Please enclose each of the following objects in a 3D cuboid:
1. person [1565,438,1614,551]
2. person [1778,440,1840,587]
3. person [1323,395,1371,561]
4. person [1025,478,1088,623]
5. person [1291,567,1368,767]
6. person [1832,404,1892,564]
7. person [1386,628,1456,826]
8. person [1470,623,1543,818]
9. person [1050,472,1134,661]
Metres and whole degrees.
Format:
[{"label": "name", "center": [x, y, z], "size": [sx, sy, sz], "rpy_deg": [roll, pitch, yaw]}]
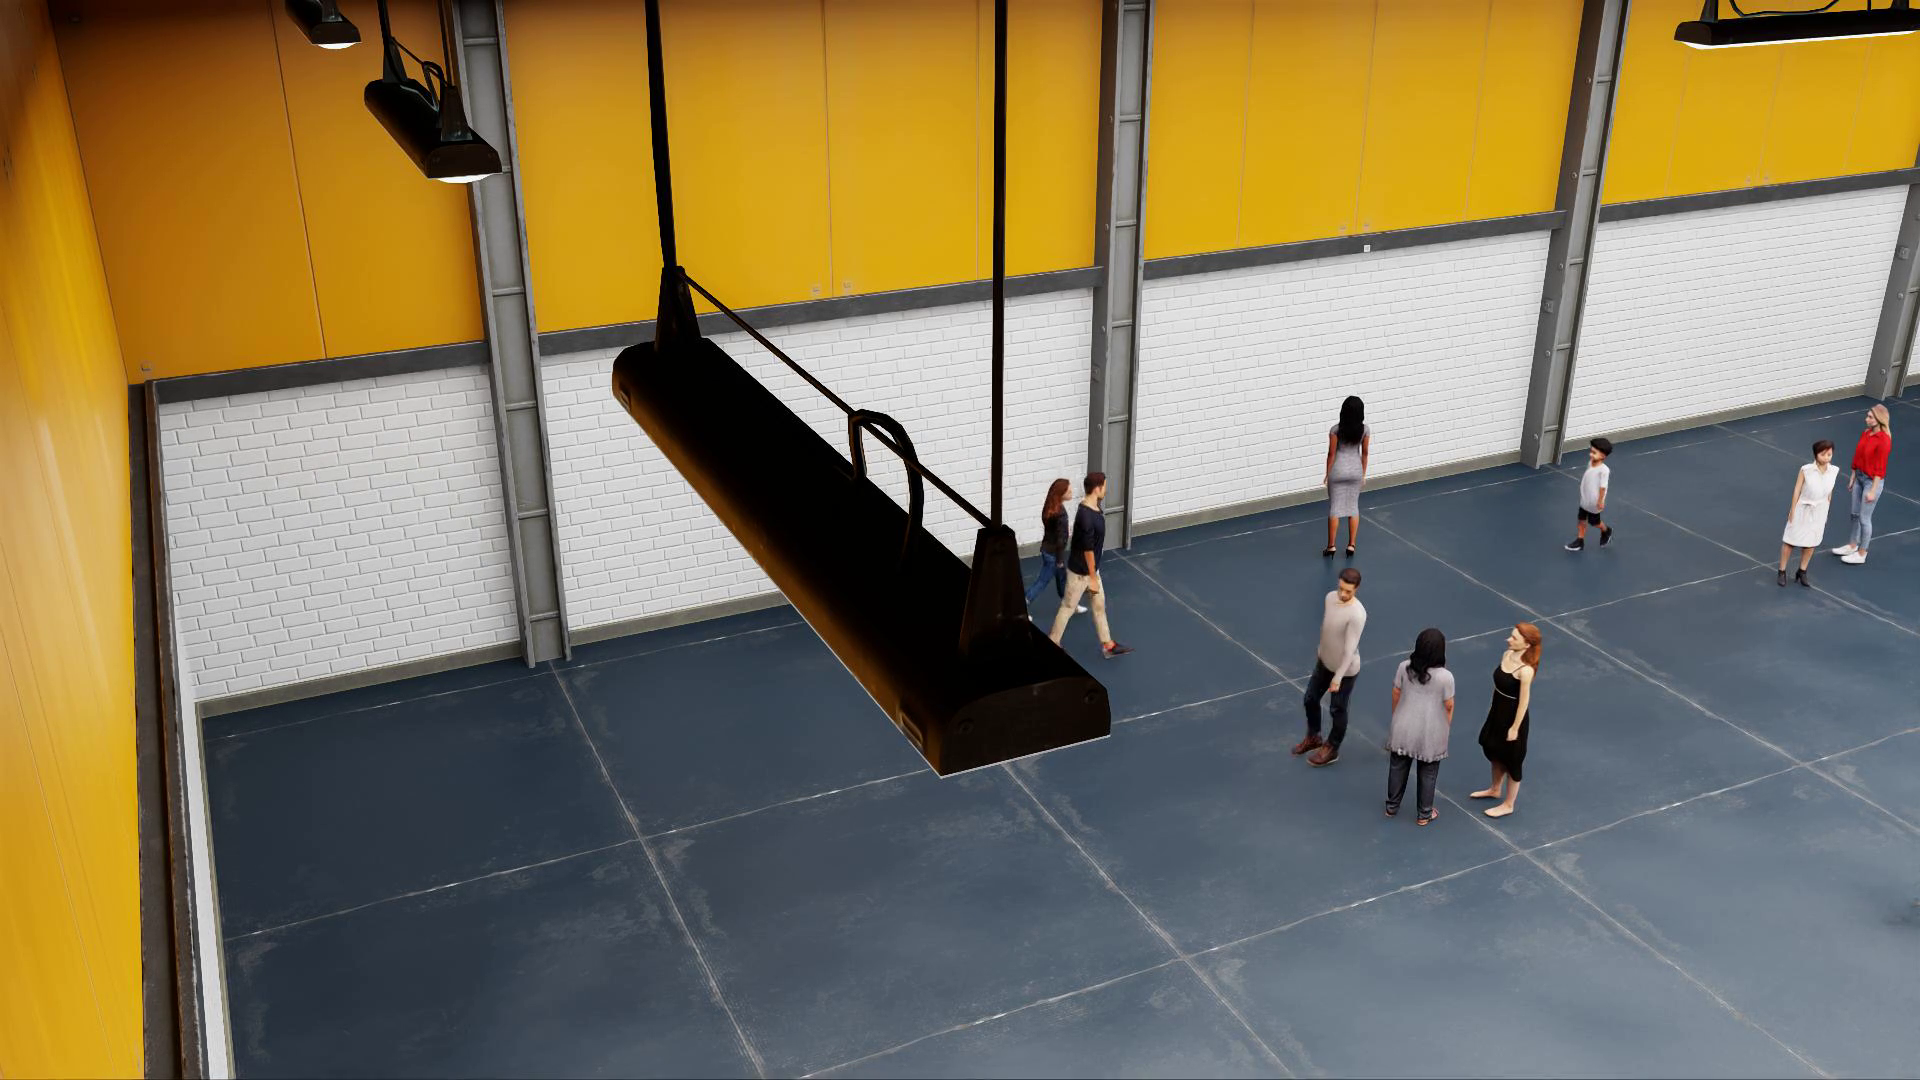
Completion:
[{"label": "person", "center": [6.713, -0.474, 17.518], "size": [0.749, 1.249, 0.517], "rpy_deg": [-8, 25, -18]}, {"label": "person", "center": [8.521, -0.278, 16.689], "size": [0.591, 1.555, 0.697], "rpy_deg": [1, 24, 2]}, {"label": "person", "center": [4.001, -0.649, 17.255], "size": [0.592, 1.781, 0.722], "rpy_deg": [0, 24, -1]}, {"label": "person", "center": [0.808, 0.111, 15.928], "size": [1.066, 1.452, 0.808], "rpy_deg": [-4, 24, -8]}, {"label": "person", "center": [3.115, 1.016, 13.381], "size": [0.642, 1.834, 0.698], "rpy_deg": [-10, 26, -23]}, {"label": "person", "center": [9.388, -0.580, 17.196], "size": [0.635, 1.703, 0.670], "rpy_deg": [-2, 24, -5]}, {"label": "person", "center": [3.519, 1.418, 12.739], "size": [0.761, 1.610, 0.810], "rpy_deg": [13, 27, 28]}, {"label": "person", "center": [4.253, 1.369, 12.835], "size": [0.658, 1.624, 0.642], "rpy_deg": [-2, 24, -5]}, {"label": "person", "center": [1.030, 0.262, 15.133], "size": [1.173, 1.811, 1.084], "rpy_deg": [7, 24, 15]}]
